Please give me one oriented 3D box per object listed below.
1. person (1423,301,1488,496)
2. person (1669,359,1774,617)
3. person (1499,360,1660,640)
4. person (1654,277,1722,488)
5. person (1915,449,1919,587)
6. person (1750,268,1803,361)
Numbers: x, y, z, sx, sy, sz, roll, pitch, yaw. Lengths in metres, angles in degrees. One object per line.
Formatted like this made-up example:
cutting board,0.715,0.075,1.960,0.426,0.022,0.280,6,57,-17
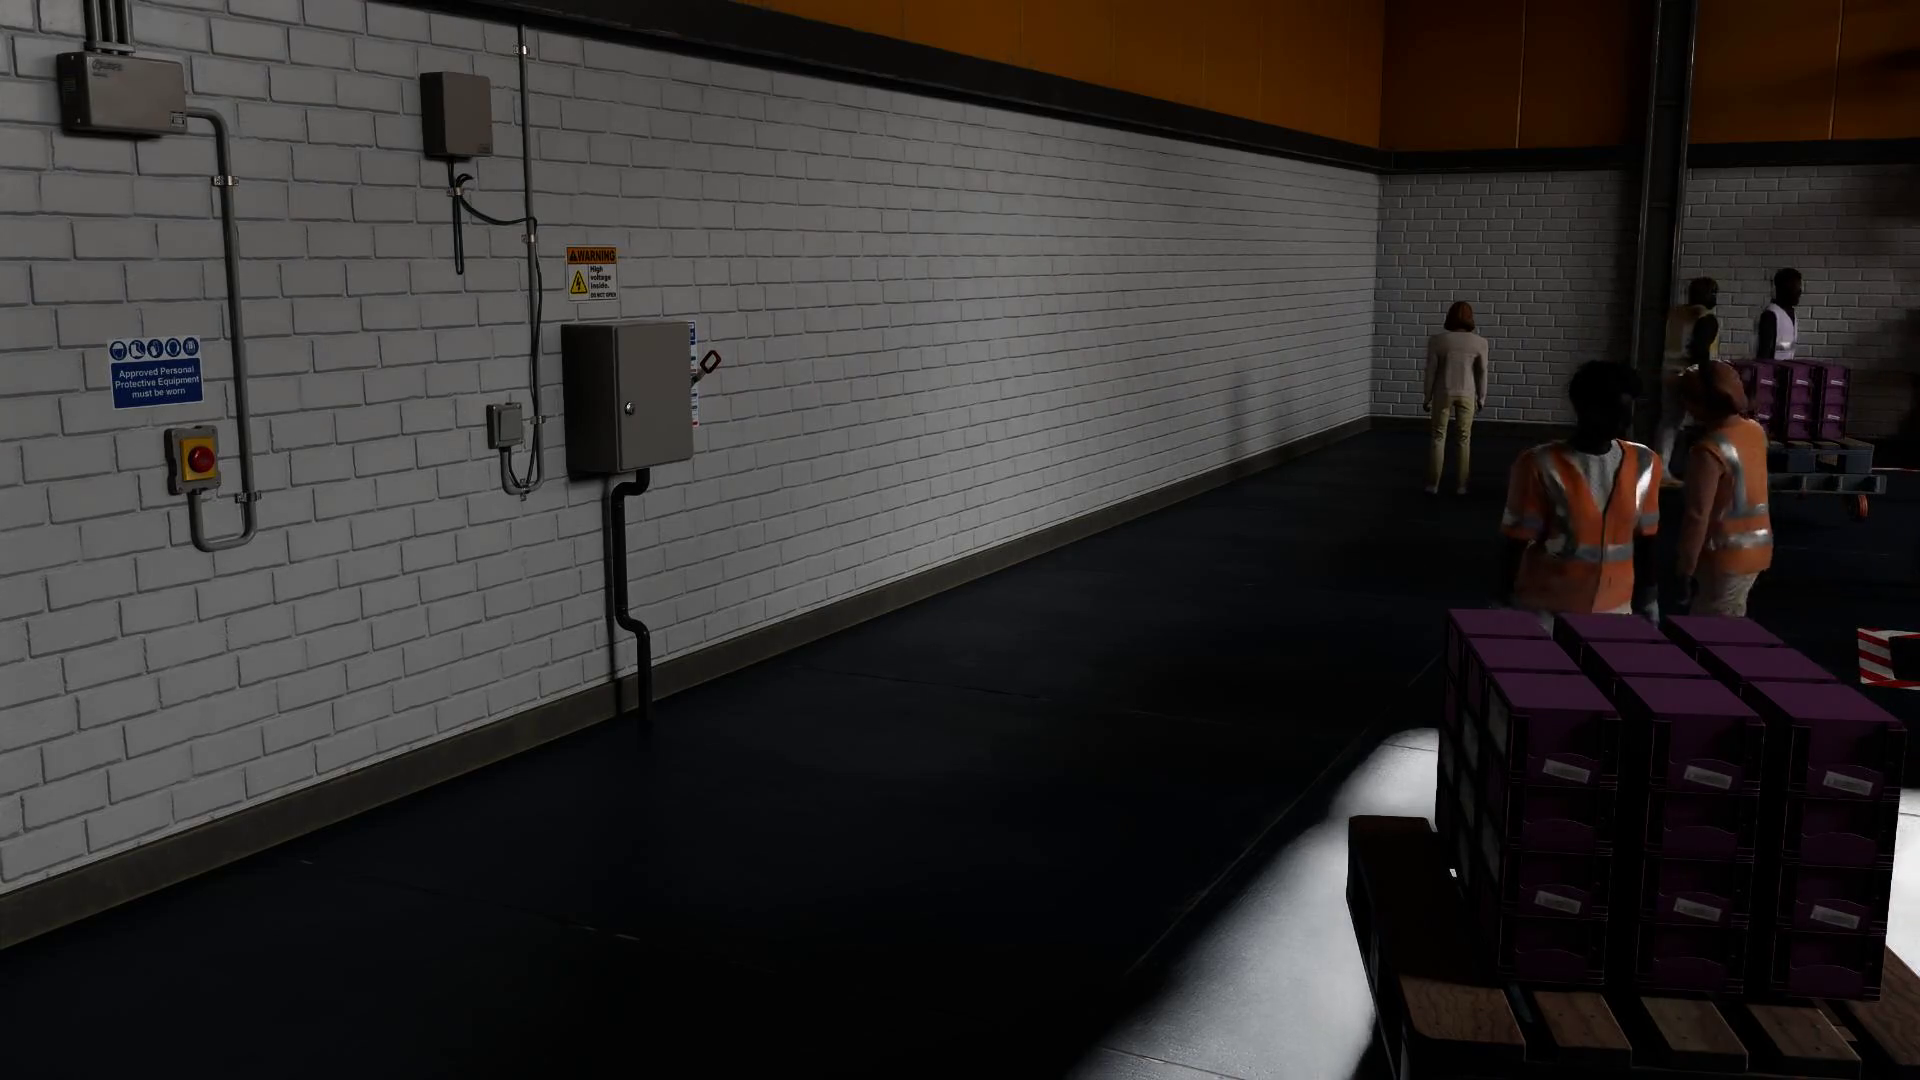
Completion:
person,4.132,-1.175,13.896,0.510,1.620,0.295,2,10,10
person,2.976,0.103,6.489,0.583,1.611,0.394,-9,14,-44
person,2.099,0.220,5.657,0.623,1.667,0.401,-1,10,-7
person,6.331,-1.334,14.274,0.764,1.808,0.650,-1,10,-8
person,5.985,-0.639,9.572,0.689,2.000,0.957,-5,11,-27
person,7.118,-1.455,14.729,0.732,1.895,0.608,8,13,40
